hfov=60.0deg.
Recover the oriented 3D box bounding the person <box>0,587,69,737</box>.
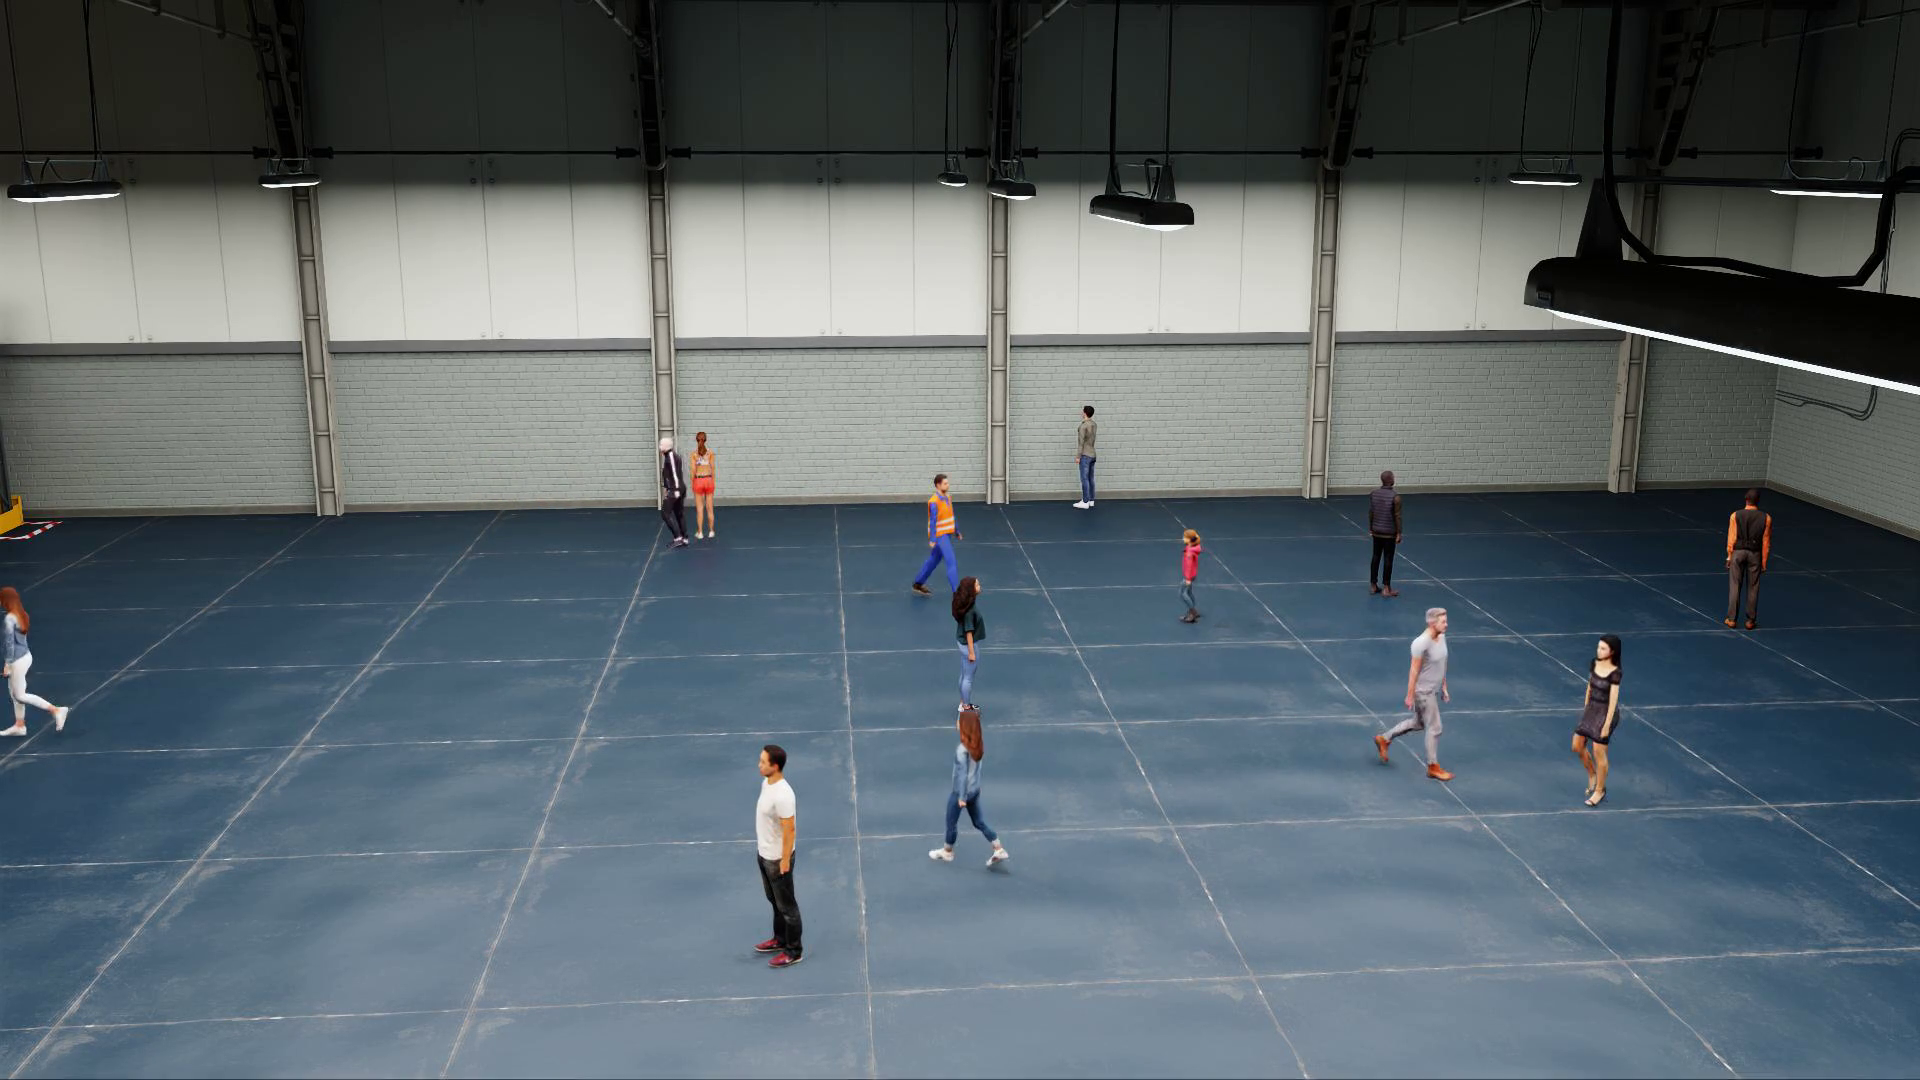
[{"bbox_3d":[-10.212,1.346,18.202,1.013,1.687,0.763,-4,14,-17],"label":"person"}]

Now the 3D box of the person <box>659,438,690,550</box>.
[{"bbox_3d":[-4.535,-0.756,27.016,0.651,1.806,0.705,-3,13,-11],"label":"person"}]

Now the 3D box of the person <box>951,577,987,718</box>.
[{"bbox_3d":[0.093,1.203,18.974,0.592,1.616,0.597,-2,13,-8],"label":"person"}]

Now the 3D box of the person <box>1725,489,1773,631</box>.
[{"bbox_3d":[10.622,0.250,22.445,0.714,1.908,0.843,5,14,21],"label":"person"}]

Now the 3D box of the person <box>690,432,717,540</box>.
[{"bbox_3d":[-4.284,-0.921,27.758,0.565,1.792,0.677,-4,14,-17],"label":"person"}]

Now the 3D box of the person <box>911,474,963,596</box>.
[{"bbox_3d":[-0.348,-0.035,23.859,1.319,1.824,1.047,5,14,20],"label":"person"}]

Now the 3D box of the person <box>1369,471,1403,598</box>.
[{"bbox_3d":[6.156,-0.105,24.140,0.785,1.835,0.781,-10,16,-37],"label":"person"}]

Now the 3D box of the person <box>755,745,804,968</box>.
[{"bbox_3d":[-1.428,2.465,13.118,0.661,1.801,0.710,-6,14,-25],"label":"person"}]

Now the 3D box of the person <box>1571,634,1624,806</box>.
[{"bbox_3d":[6.328,1.764,16.213,0.703,1.768,0.697,-3,13,-14],"label":"person"}]

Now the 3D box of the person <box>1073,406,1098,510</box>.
[{"bbox_3d":[2.316,-1.514,30.156,0.819,1.865,0.791,8,15,32],"label":"person"}]

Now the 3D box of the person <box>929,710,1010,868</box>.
[{"bbox_3d":[0.128,2.244,14.840,1.075,1.453,0.893,6,14,25],"label":"person"}]

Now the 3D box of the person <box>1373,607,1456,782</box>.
[{"bbox_3d":[4.698,1.549,17.102,1.249,1.788,1.158,10,16,37],"label":"person"}]

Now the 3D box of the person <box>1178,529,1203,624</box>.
[{"bbox_3d":[3.198,0.502,22.685,0.650,1.309,0.610,5,14,19],"label":"person"}]
